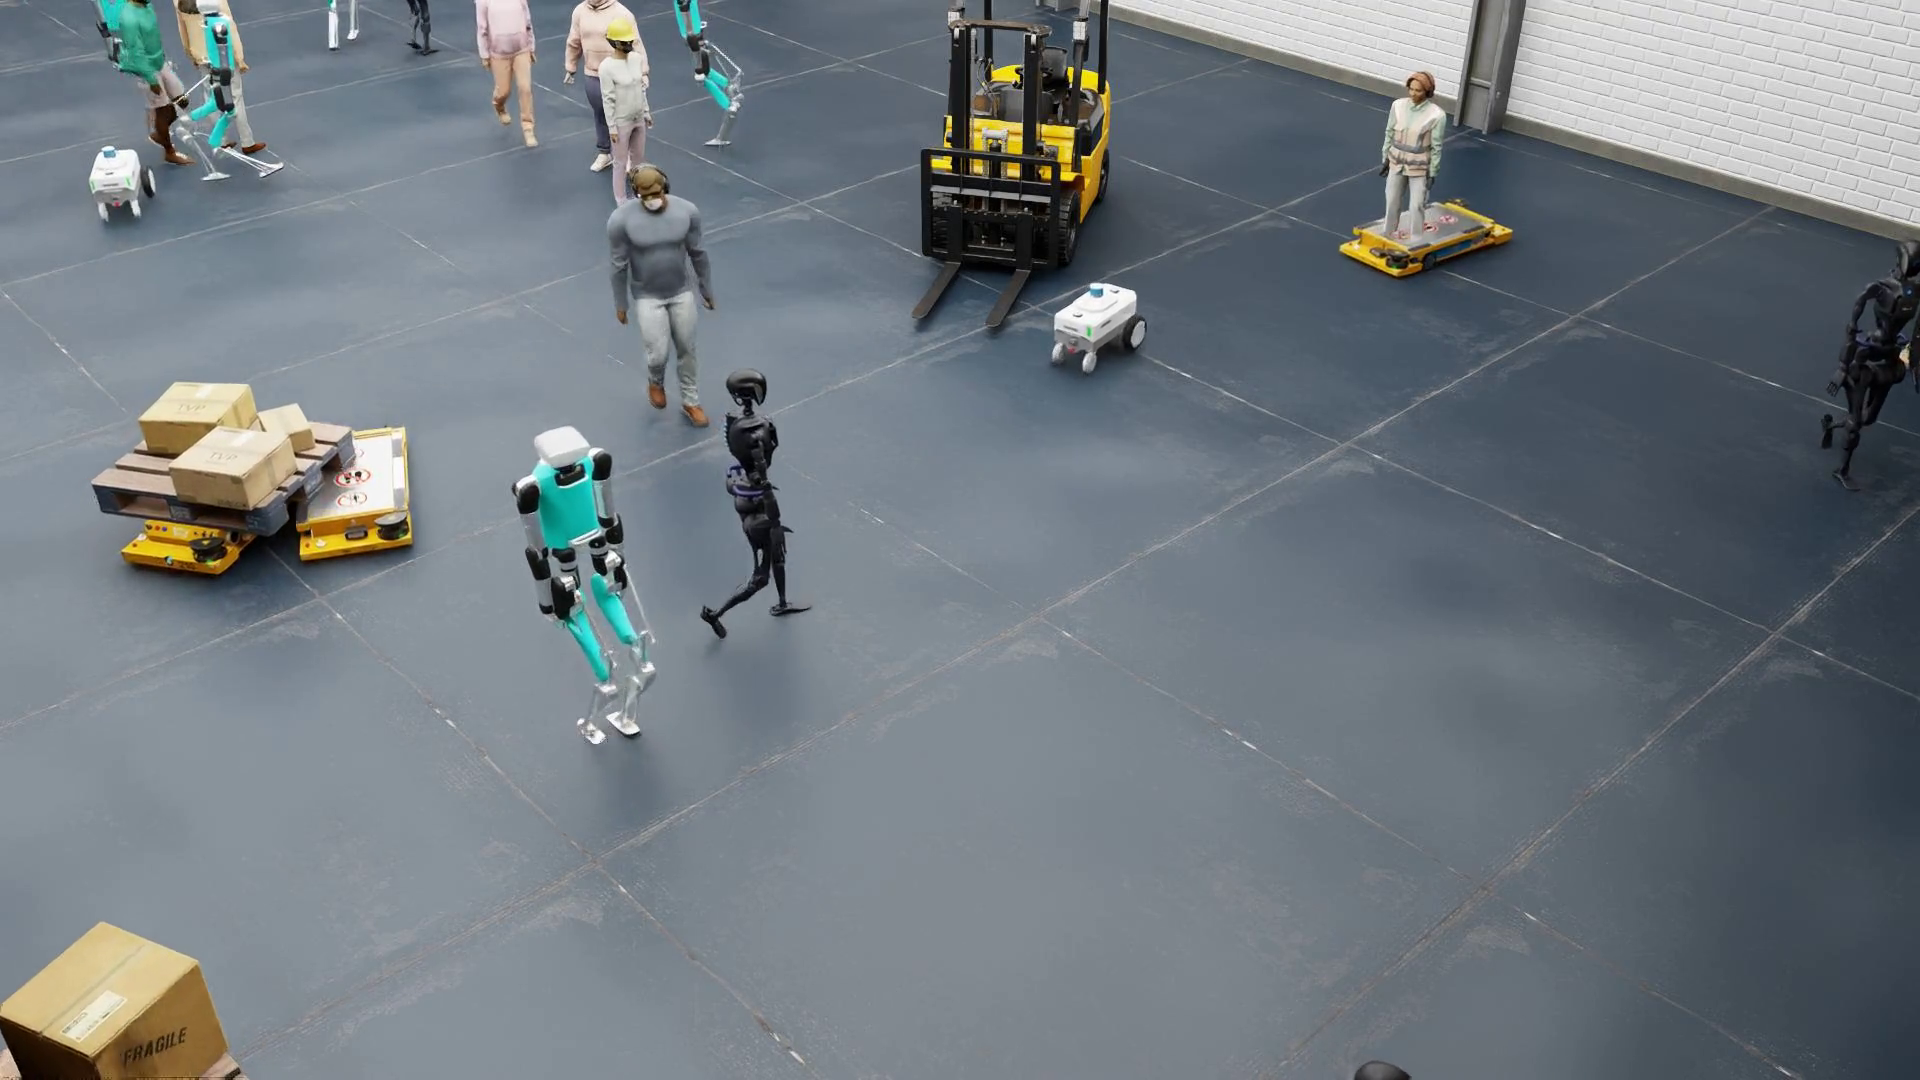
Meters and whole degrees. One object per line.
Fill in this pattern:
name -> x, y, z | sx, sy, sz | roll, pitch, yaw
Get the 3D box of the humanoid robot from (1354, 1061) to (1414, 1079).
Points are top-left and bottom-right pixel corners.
humanoid robot -> 1.226, 2.229, 5.465 | 0.422, 1.645, 0.608 | 17, 37, 25

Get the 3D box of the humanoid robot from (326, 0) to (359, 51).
humanoid robot -> -7.025, -6.371, 18.634 | 0.536, 1.748, 1.007 | -3, 33, -4

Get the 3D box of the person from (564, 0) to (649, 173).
person -> -3.247, -4.331, 15.366 | 0.809, 1.864, 0.420 | 6, 33, 8

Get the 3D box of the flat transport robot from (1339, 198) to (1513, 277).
flat transport robot -> 3.972, -2.576, 14.132 | 1.431, 0.231, 0.659 | -21, 38, -29

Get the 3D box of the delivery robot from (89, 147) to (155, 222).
delivery robot -> -7.529, -3.215, 14.864 | 0.499, 0.608, 0.797 | -10, 34, -15

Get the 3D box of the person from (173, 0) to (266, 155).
person -> -7.052, -4.574, 15.731 | 0.565, 1.875, 0.392 | 6, 33, 8

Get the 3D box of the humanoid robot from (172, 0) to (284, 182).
humanoid robot -> -6.741, -3.986, 14.941 | 0.964, 1.734, 0.555 | -16, 36, -23

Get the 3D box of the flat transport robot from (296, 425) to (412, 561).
flat transport robot -> -3.897, -0.350, 10.711 | 0.659, 0.231, 1.431 | -9, 34, -14

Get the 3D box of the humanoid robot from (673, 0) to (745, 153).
humanoid robot -> -2.321, -4.521, 15.831 | 0.732, 1.840, 0.530 | -5, 33, -8

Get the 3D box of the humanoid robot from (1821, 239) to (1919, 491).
humanoid robot -> 5.869, -1.179, 10.726 | 0.585, 1.648, 0.696 | -4, 33, -6

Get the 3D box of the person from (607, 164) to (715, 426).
person -> -1.985, -1.641, 11.185 | 0.697, 1.916, 0.494 | -16, 36, -23

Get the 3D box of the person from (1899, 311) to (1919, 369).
person -> 7.178, -2.019, 11.970 | 0.532, 1.692, 0.320 | 3, 33, 5

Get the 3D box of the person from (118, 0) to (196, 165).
person -> -7.495, -4.356, 15.437 | 0.462, 1.827, 0.535 | 1, 33, 2

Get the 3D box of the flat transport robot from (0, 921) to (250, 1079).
flat transport robot -> -3.381, 2.458, 6.395 | 1.431, 0.231, 0.659 | 26, 41, 34

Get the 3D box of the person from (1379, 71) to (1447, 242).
person -> 3.668, -3.016, 13.559 | 0.313, 1.632, 0.519 | -29, 43, -36

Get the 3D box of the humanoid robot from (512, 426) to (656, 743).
humanoid robot -> -1.784, 0.301, 8.336 | 0.658, 1.774, 0.535 | 28, 42, 36

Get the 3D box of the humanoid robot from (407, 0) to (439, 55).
humanoid robot -> -6.091, -6.243, 18.468 | 0.609, 1.646, 0.347 | 12, 35, 17

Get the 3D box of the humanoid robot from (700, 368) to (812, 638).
humanoid robot -> -1.186, -0.215, 9.237 | 0.685, 1.638, 0.601 | -11, 35, -16

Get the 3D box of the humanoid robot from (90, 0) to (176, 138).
humanoid robot -> -7.928, -4.708, 16.141 | 0.544, 1.878, 0.659 | 2, 33, 3

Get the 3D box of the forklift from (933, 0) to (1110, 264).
forklift -> 0.570, -3.725, 14.138 | 1.214, 2.155, 2.313 | 9, 34, 13

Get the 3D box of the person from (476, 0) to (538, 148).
person -> -4.386, -4.728, 16.076 | 0.543, 1.763, 0.653 | -16, 36, -22

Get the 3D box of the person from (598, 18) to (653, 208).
person -> -2.856, -3.614, 14.355 | 0.310, 1.768, 0.522 | 18, 37, 25

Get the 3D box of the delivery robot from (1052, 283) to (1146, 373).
delivery robot -> 1.023, -1.625, 12.426 | 0.499, 0.614, 0.815 | 21, 39, 29

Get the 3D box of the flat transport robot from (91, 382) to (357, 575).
flat transport robot -> -4.611, -0.272, 10.591 | 0.659, 0.231, 1.431 | 7, 34, 11
